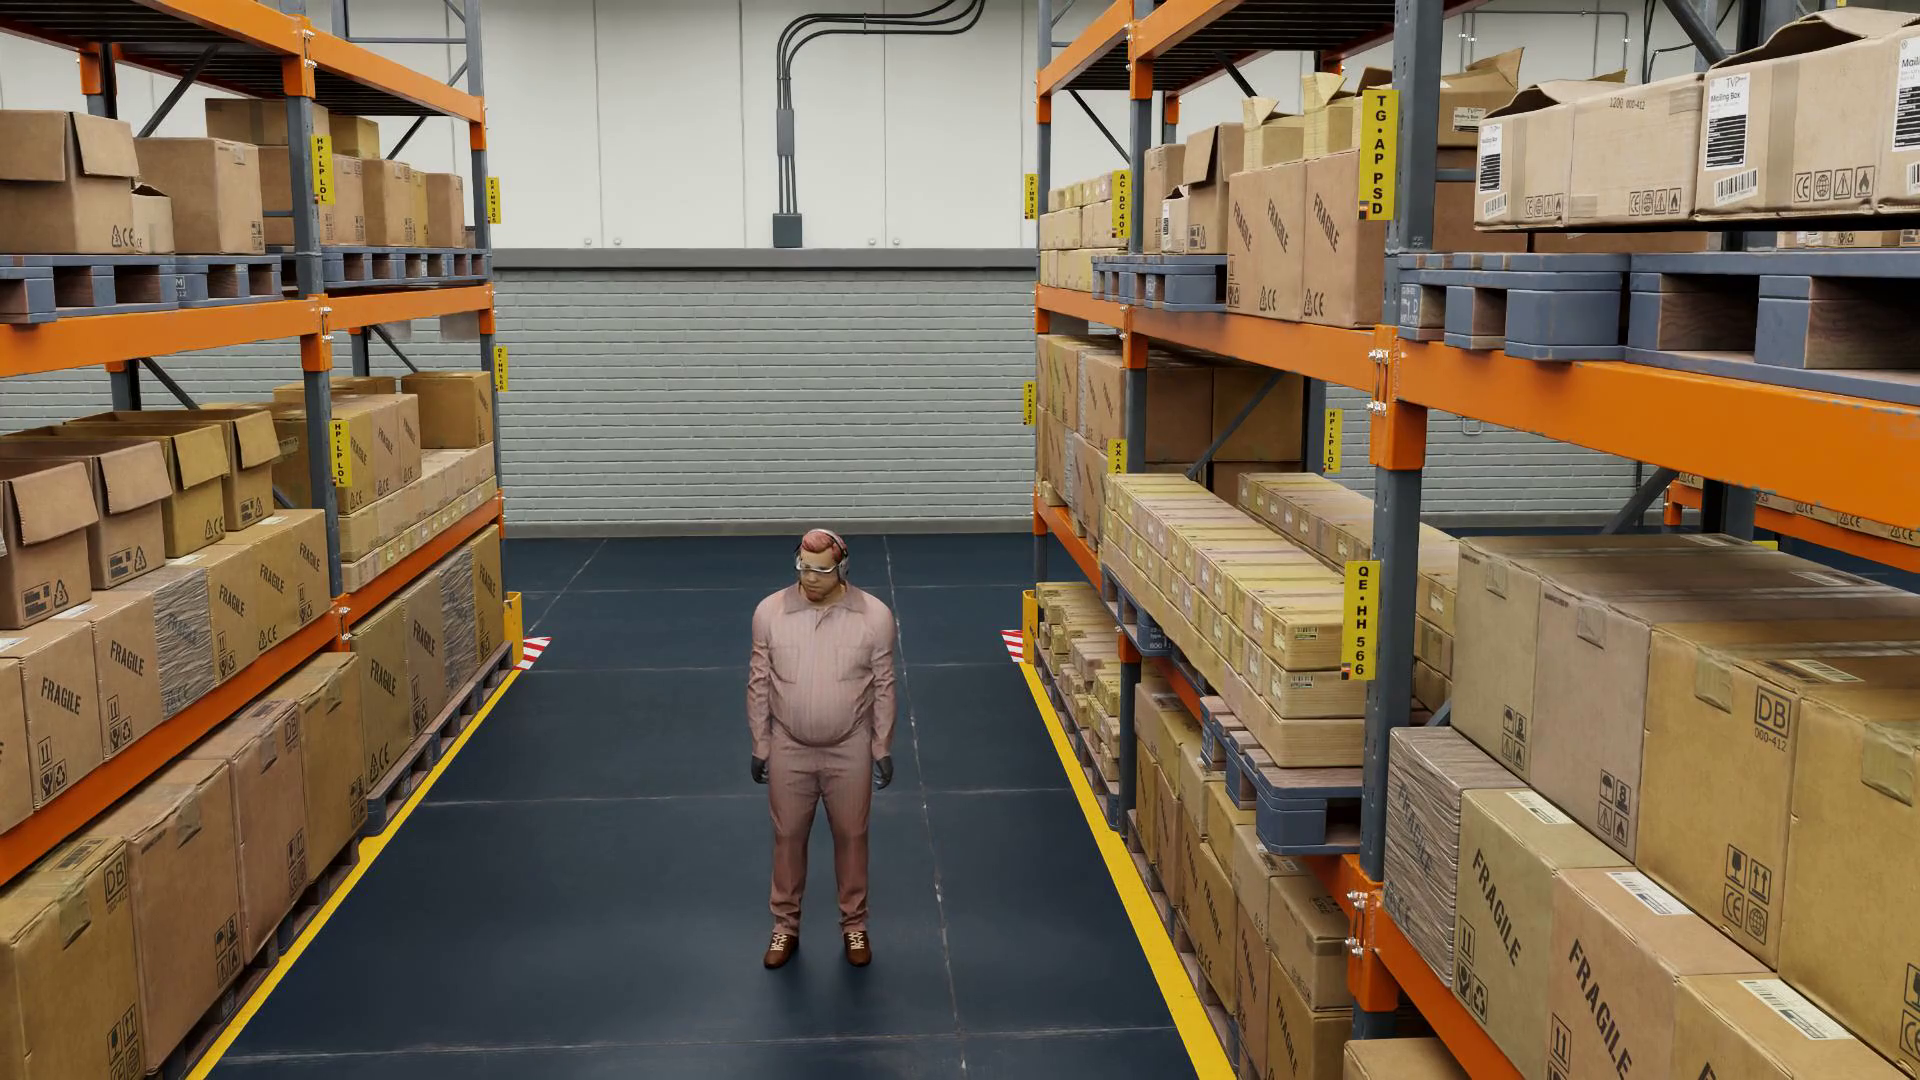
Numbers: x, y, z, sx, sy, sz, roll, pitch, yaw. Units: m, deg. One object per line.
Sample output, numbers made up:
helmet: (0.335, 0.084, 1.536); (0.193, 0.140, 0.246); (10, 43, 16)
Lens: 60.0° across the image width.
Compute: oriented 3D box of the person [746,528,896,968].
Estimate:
person: (-0.593, 0.891, 7.115); (0.638, 1.902, 0.406); (0, 10, -1)
